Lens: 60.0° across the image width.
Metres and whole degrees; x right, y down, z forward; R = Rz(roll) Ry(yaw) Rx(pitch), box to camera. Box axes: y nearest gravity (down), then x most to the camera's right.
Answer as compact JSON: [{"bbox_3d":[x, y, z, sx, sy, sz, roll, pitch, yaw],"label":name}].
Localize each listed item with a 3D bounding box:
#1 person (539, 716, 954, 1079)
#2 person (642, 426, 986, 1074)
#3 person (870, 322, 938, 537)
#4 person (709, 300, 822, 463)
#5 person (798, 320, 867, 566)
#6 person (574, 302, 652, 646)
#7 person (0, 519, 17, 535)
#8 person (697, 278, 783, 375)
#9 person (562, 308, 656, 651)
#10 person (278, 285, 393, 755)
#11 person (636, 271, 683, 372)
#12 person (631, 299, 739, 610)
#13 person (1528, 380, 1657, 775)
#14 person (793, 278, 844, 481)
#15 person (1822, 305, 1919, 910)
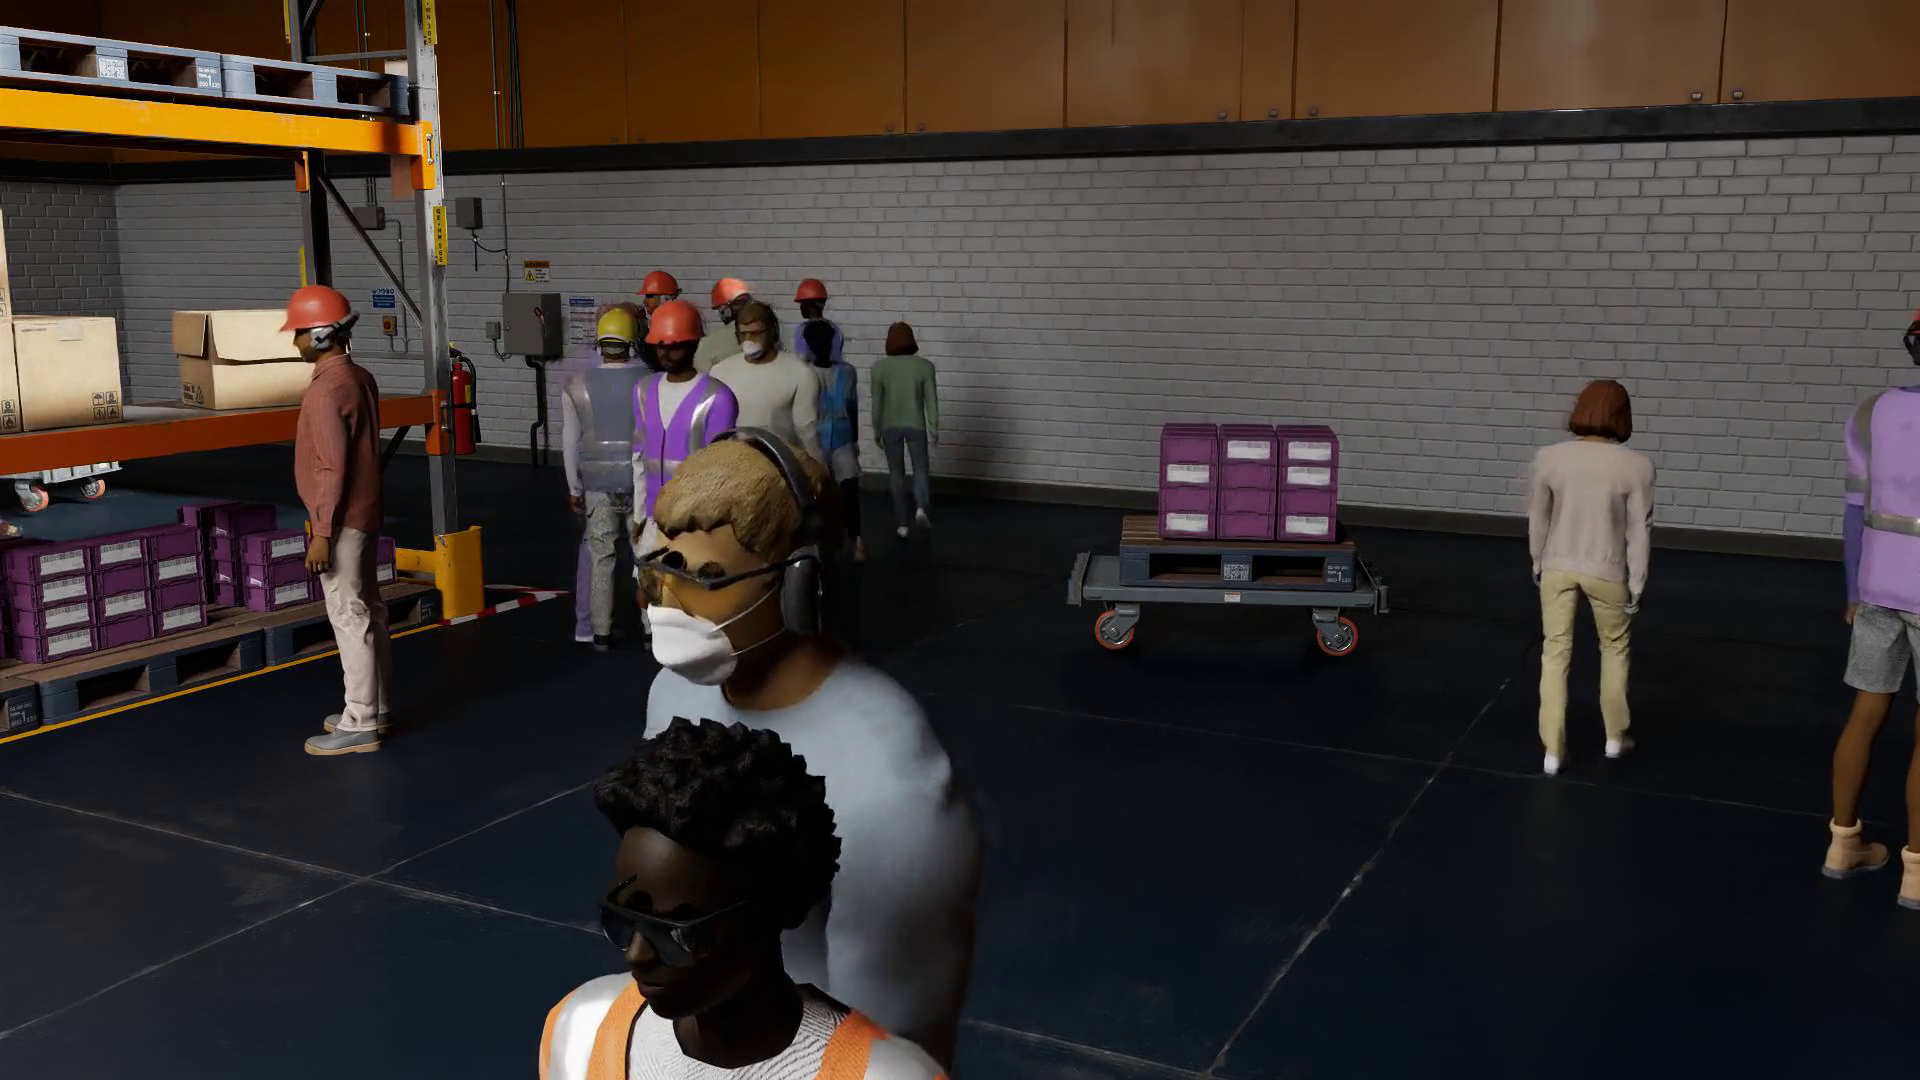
[{"bbox_3d":[-0.215,0.999,1.686,0.540,1.695,0.317,5,11,27],"label":"person"},{"bbox_3d":[-0.297,0.830,1.989,0.620,1.925,0.662,-8,12,-37],"label":"person"},{"bbox_3d":[-0.416,-0.817,12.420,0.506,1.612,0.400,-1,10,-4],"label":"person"},{"bbox_3d":[-1.002,-0.315,8.761,0.631,1.897,0.973,2,10,11],"label":"person"},{"bbox_3d":[-0.888,-0.643,11.234,0.587,1.677,0.405,-5,11,-25],"label":"person"},{"bbox_3d":[-1.761,-0.369,9.149,0.638,1.857,0.929,9,13,42],"label":"person"},{"bbox_3d":[-6.771,-0.731,11.194,0.479,1.870,0.594,-5,11,-26],"label":"person"},{"bbox_3d":[-1.441,-0.767,11.166,0.649,1.960,0.540,-5,11,-29],"label":"person"},{"bbox_3d":[-1.805,-0.313,8.890,0.595,1.832,0.404,-1,10,-7],"label":"person"},{"bbox_3d":[-2.648,-0.084,7.099,0.384,1.993,0.609,-1,10,-4],"label":"person"},{"bbox_3d":[-2.157,-0.963,12.183,0.377,1.995,0.608,-6,11,-31],"label":"person"},{"bbox_3d":[-1.236,-0.133,7.579,0.573,1.922,0.527,5,11,27],"label":"person"},{"bbox_3d":[2.609,0.143,6.898,0.513,1.605,0.682,6,11,31],"label":"person"},{"bbox_3d":[-1.163,-1.126,13.326,0.420,1.919,0.578,7,12,35],"label":"person"},{"bbox_3d":[3.190,0.178,5.481,0.413,2.035,0.609,-4,11,-22],"label":"person"}]
